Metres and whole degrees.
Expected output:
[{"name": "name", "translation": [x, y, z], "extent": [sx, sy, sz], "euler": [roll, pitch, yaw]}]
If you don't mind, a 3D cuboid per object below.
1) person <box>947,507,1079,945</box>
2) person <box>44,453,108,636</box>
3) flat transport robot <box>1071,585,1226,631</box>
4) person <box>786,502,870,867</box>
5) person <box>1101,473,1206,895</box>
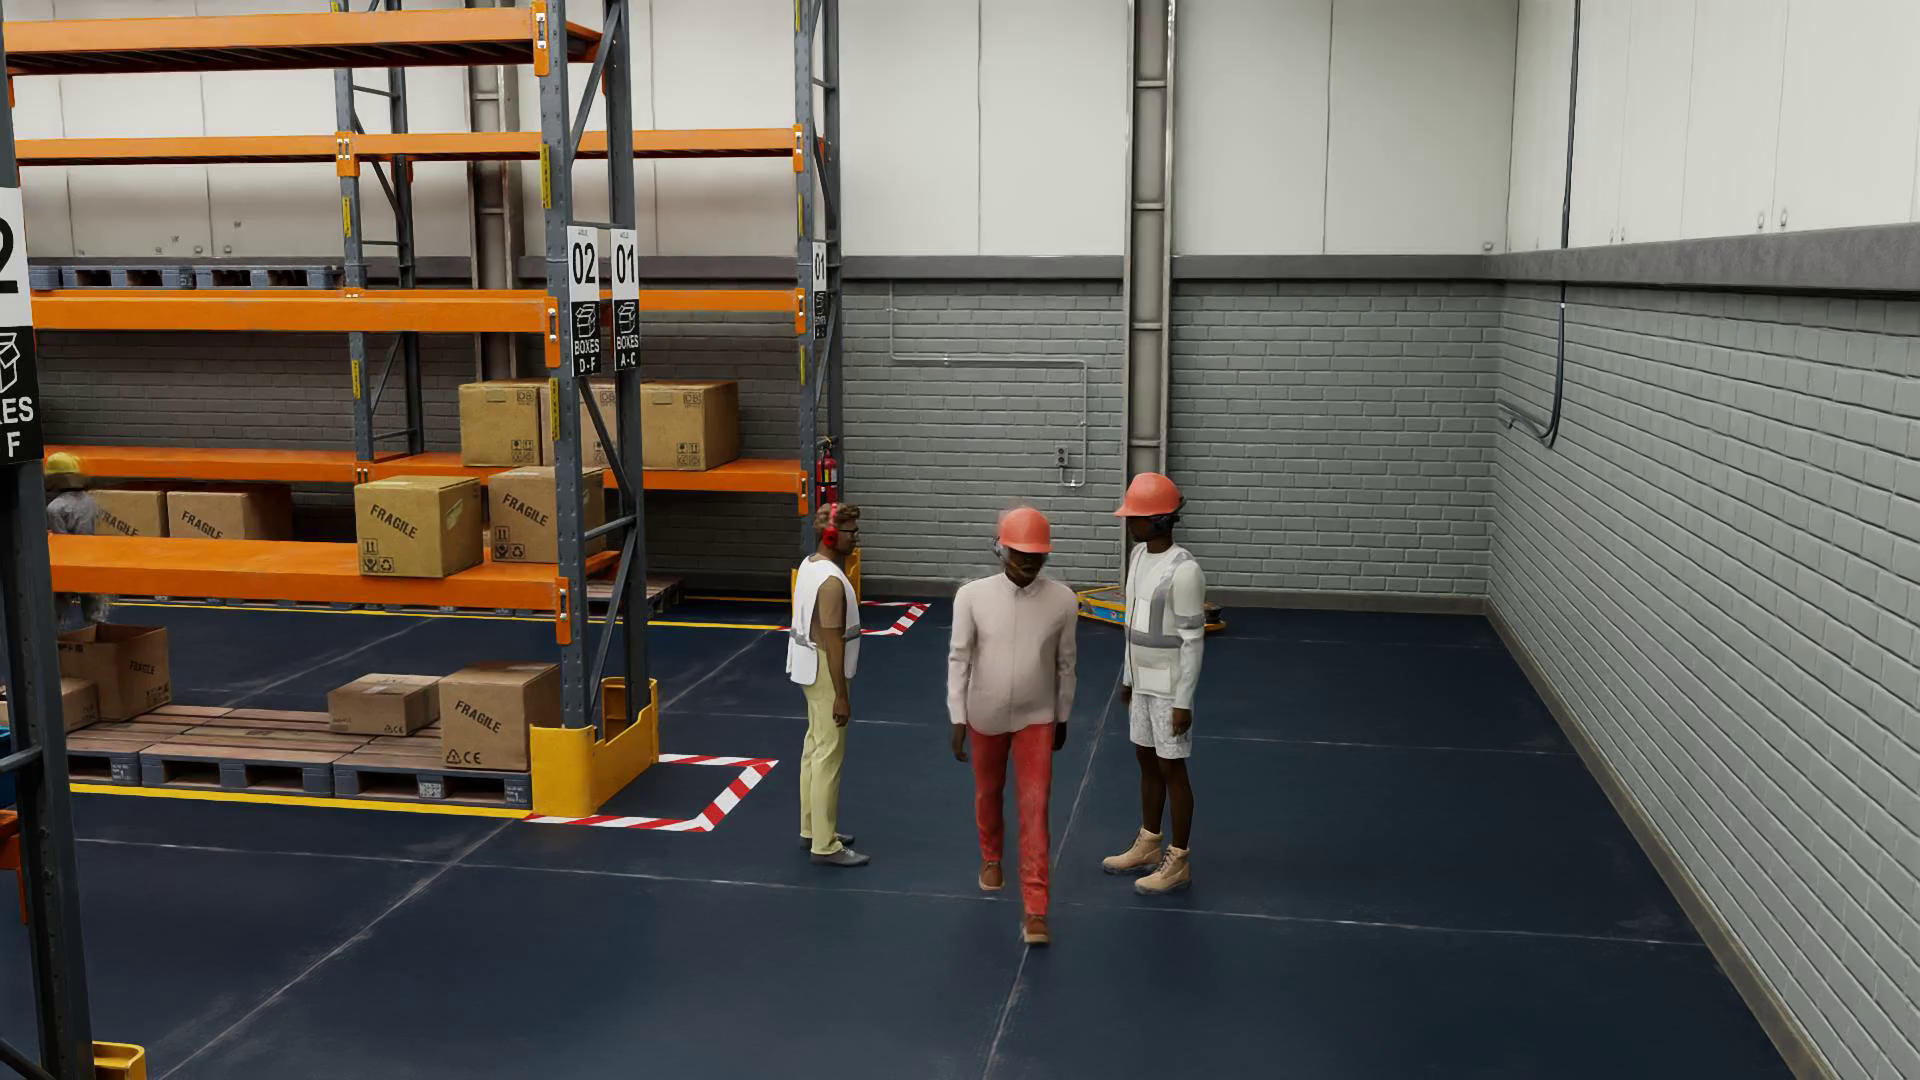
[{"name": "person", "translation": [0.242, 0.799, 7.690], "extent": [0.618, 1.941, 1.071], "euler": [-1, 9, -3]}, {"name": "person", "translation": [-6.337, 0.243, 11.750], "extent": [0.701, 1.716, 0.518], "euler": [1, 9, 9]}, {"name": "flat transport robot", "translation": [1.508, 0.588, 14.111], "extent": [0.652, 0.197, 1.431], "euler": [-7, 12, -38]}, {"name": "person", "translation": [-0.684, 0.722, 8.418], "extent": [0.374, 1.840, 0.569], "euler": [-3, 9, -15]}, {"name": "person", "translation": [0.937, 0.688, 8.020], "extent": [0.394, 2.040, 0.608], "euler": [-3, 10, -20]}]
